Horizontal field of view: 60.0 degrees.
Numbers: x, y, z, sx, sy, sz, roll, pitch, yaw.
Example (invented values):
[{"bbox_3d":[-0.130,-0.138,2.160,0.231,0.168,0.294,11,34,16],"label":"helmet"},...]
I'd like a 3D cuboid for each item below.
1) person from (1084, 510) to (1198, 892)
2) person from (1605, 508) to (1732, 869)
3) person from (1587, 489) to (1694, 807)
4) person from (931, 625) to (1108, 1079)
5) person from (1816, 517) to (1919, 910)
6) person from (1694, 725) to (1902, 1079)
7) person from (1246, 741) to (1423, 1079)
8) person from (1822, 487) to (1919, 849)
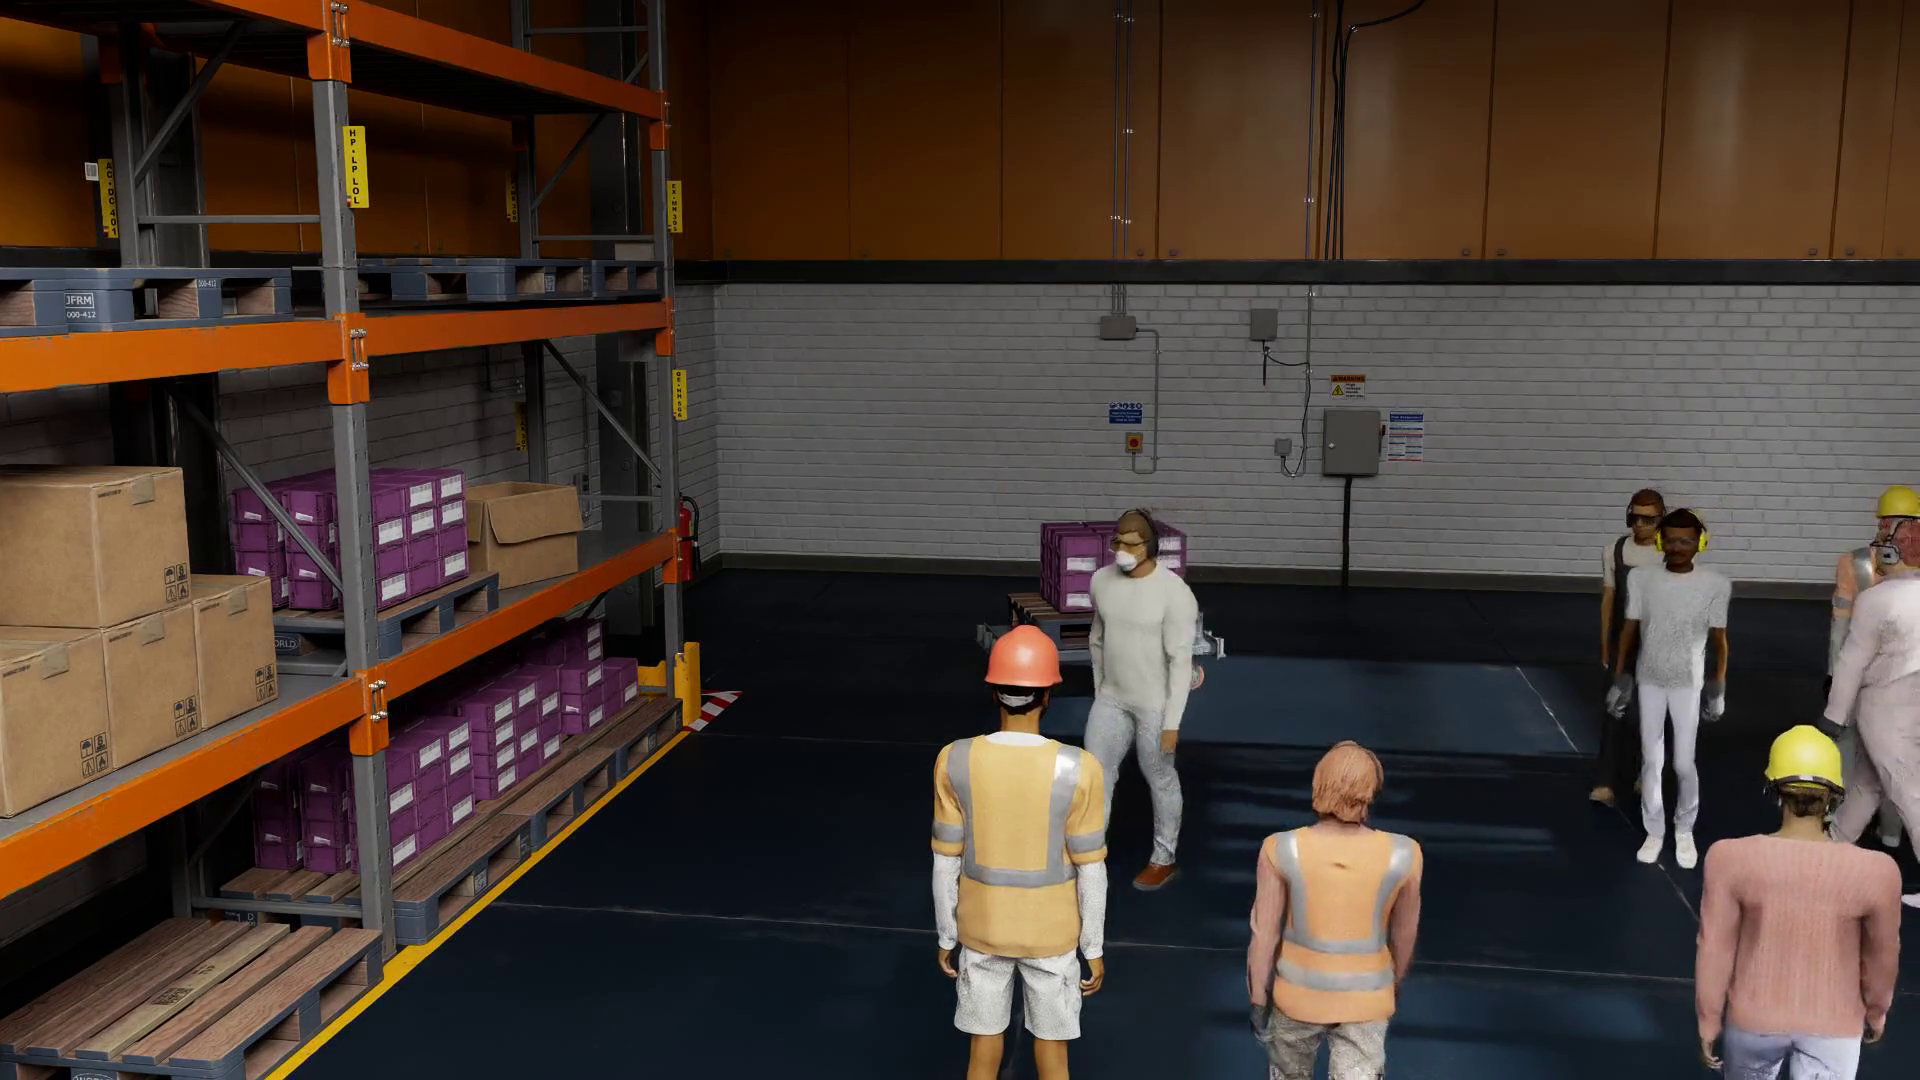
[{"bbox_3d":[0.776,0.813,7.902,0.664,1.897,0.945,8,12,42],"label":"person"},{"bbox_3d":[3.585,0.752,8.456,0.536,1.853,0.456,6,11,34],"label":"person"},{"bbox_3d":[3.835,0.622,9.373,0.541,1.799,0.918,6,11,33],"label":"person"},{"bbox_3d":[0.194,1.225,5.266,0.552,1.933,0.372,2,9,12],"label":"person"},{"bbox_3d":[4.506,0.817,8.045,0.646,1.860,0.993,-5,11,-30],"label":"person"},{"bbox_3d":[2.449,1.394,4.901,0.530,1.720,0.914,5,10,27],"label":"person"},{"bbox_3d":[1.153,1.401,5.181,0.517,1.607,0.747,2,9,10],"label":"person"},{"bbox_3d":[4.928,0.670,8.841,0.615,1.889,0.555,2,9,14],"label":"person"}]
